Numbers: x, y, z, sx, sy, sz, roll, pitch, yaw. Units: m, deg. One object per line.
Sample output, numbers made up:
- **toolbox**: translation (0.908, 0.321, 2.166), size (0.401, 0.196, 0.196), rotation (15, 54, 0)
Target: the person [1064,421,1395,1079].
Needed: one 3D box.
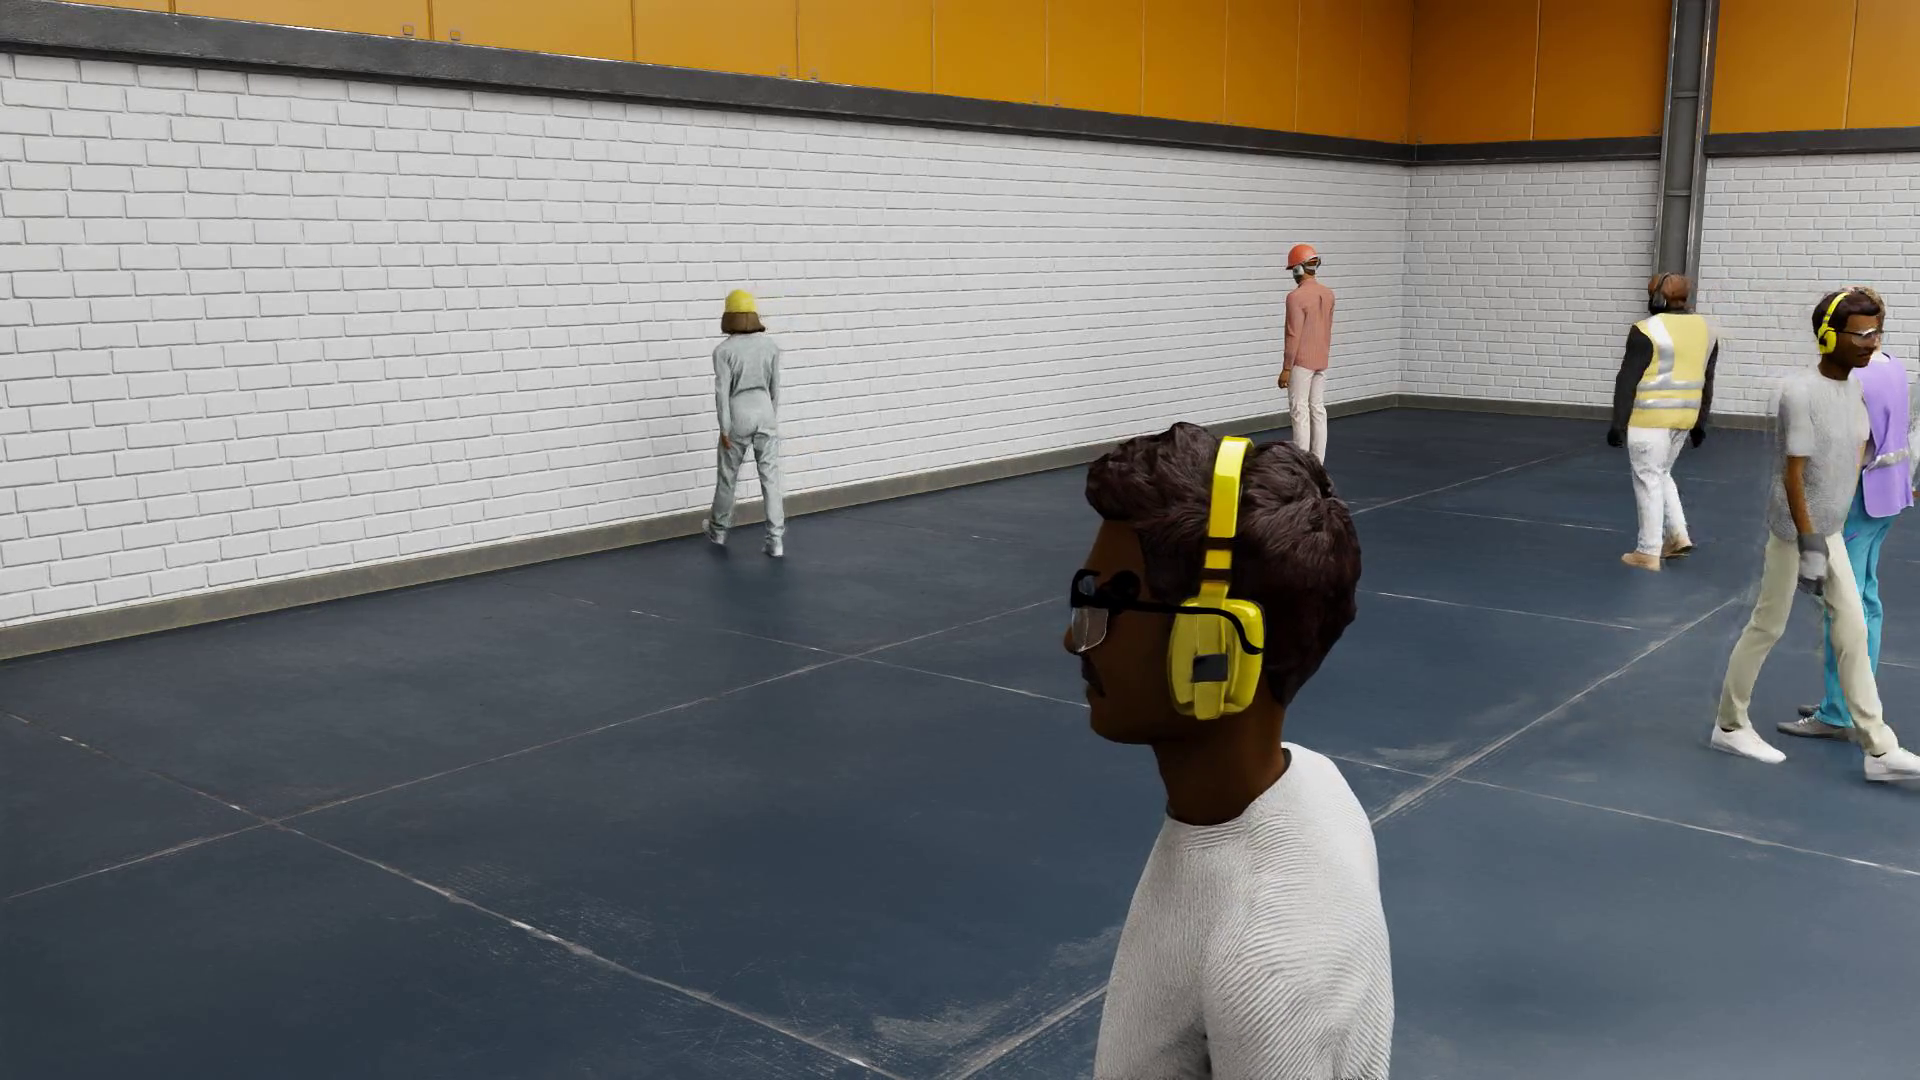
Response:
- **person**: translation (0.221, 0.825, 1.528), size (0.327, 1.874, 0.517), rotation (2, 10, 10)

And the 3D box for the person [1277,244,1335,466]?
- **person**: translation (2.869, -1.465, 13.903), size (0.393, 1.985, 0.611), rotation (10, 14, 44)

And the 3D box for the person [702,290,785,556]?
- **person**: translation (-1.398, -0.765, 10.815), size (0.498, 1.713, 0.766), rotation (-6, 12, -29)

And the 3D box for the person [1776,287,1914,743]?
- **person**: translation (3.611, -0.095, 6.721), size (0.388, 1.838, 0.563), rotation (9, 14, 42)

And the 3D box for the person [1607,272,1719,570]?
- **person**: translation (4.310, -0.726, 10.264), size (0.633, 1.828, 0.447), rotation (-5, 11, -25)

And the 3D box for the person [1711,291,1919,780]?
- **person**: translation (3.265, 0.004, 6.193), size (0.548, 1.825, 0.929), rotation (-6, 12, -32)

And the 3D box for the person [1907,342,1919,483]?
- **person**: translation (7.567, -1.212, 12.727), size (0.636, 1.915, 0.904), rotation (-9, 14, -42)
